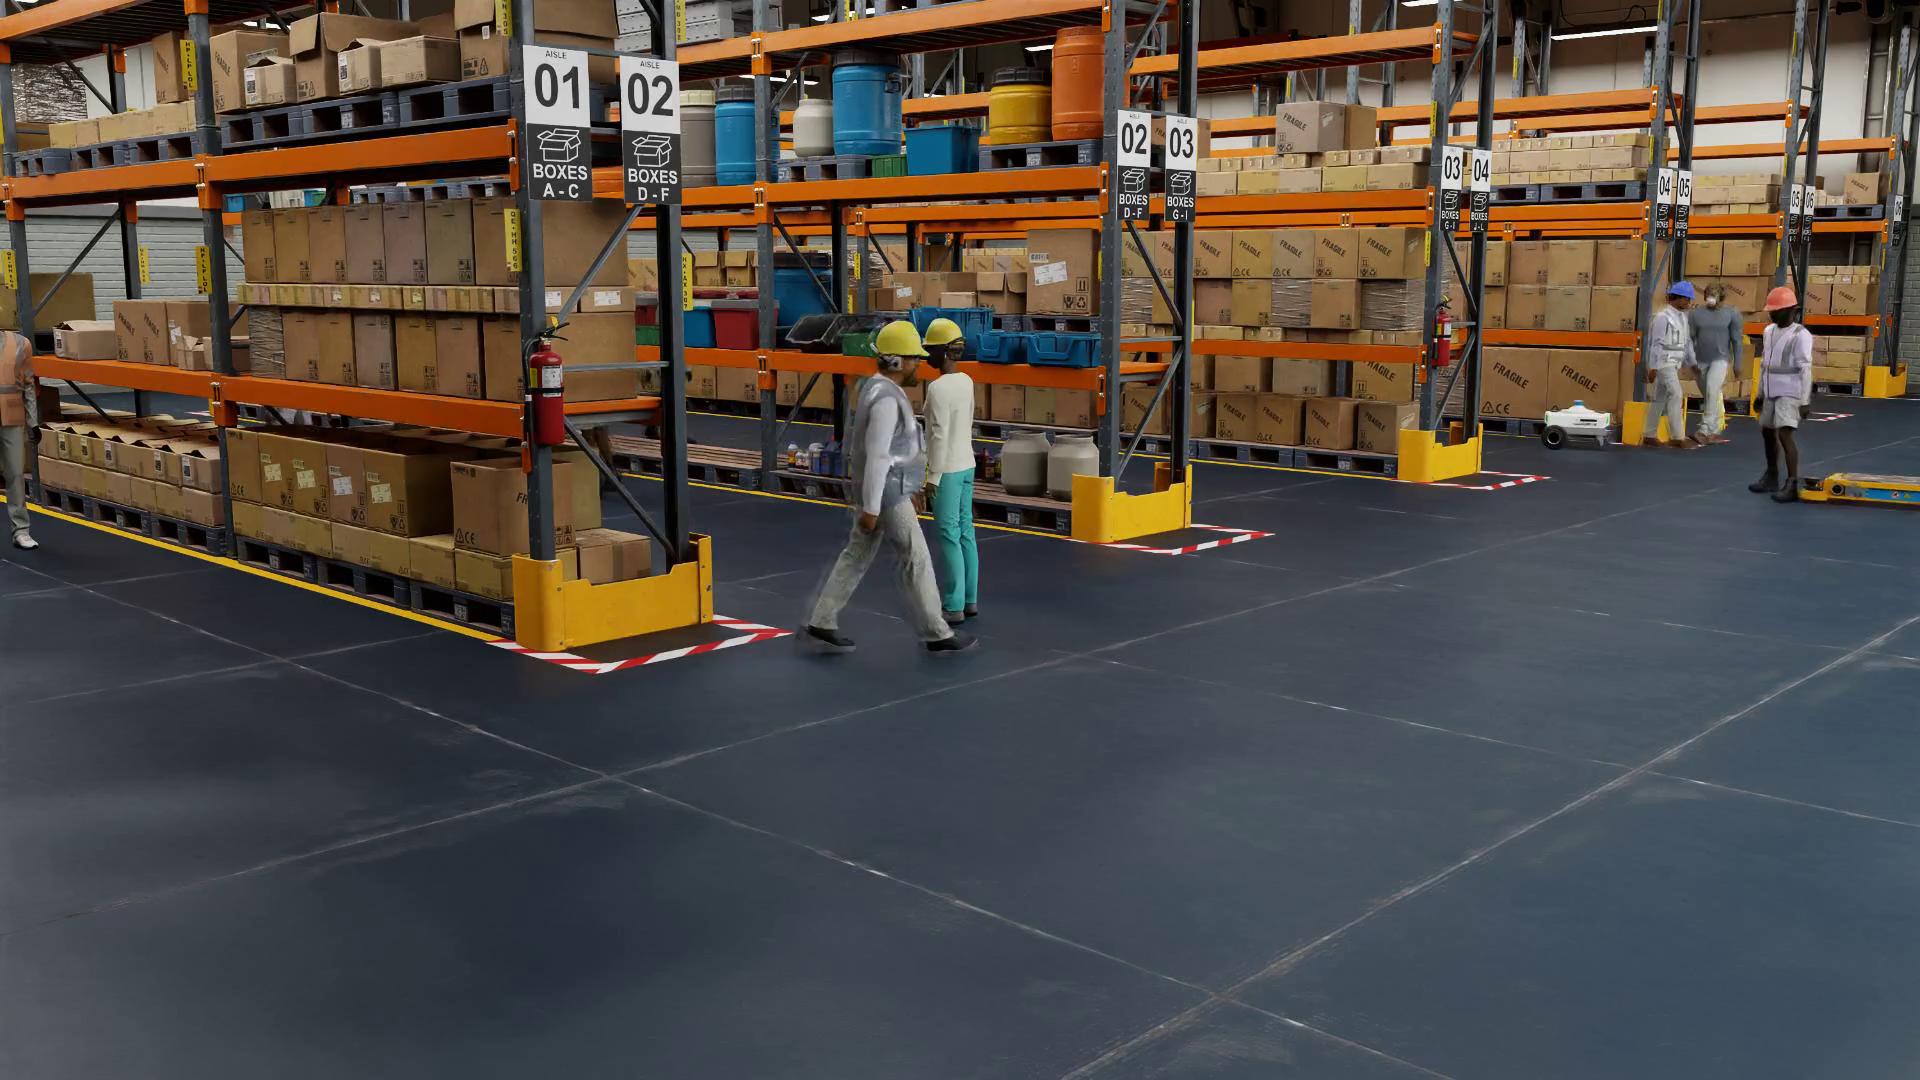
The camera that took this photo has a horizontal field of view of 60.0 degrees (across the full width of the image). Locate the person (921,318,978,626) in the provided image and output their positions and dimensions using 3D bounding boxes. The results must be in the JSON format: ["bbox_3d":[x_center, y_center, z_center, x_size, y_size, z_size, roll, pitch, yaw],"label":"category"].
[{"bbox_3d":[-0.083,-0.394,9.639,0.326,1.767,0.533,4,10,21],"label":"person"}]

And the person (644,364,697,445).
[{"bbox_3d":[-3.446,-2.063,19.486,0.971,1.899,0.557,7,12,39],"label":"person"}]

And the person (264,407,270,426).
[{"bbox_3d":[-7.621,-1.814,18.121,0.788,1.836,0.558,6,11,32],"label":"person"}]

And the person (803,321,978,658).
[{"bbox_3d":[-0.412,-0.263,8.809,0.927,1.788,0.591,-2,9,-10],"label":"person"}]

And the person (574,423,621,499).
[{"bbox_3d":[-3.330,-1.331,14.948,0.409,1.917,0.567,8,12,39],"label":"person"}]

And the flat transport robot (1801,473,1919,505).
[{"bbox_3d":[8.224,-0.432,14.571,1.431,0.197,0.652,7,12,37],"label":"flat transport robot"}]

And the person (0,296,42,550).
[{"bbox_3d":[-7.002,-0.871,12.076,0.595,1.923,0.380,-9,13,-43],"label":"person"}]

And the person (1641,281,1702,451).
[{"bbox_3d":[8.124,-1.955,18.776,0.836,1.903,0.605,8,12,40],"label":"person"}]

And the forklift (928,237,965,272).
[{"bbox_3d":[-0.326,-5.817,39.609,1.129,2.768,1.873,9,13,43],"label":"forklift"}]

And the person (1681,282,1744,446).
[{"bbox_3d":[8.700,-2.039,19.344,0.987,1.883,0.621,-8,12,-40],"label":"person"}]

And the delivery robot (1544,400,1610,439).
[{"bbox_3d":[7.103,-1.364,19.134,0.707,0.478,0.477,4,10,21],"label":"delivery robot"}]

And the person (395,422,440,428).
[{"bbox_3d":[-4.988,-1.247,15.322,0.537,1.603,0.708,-8,12,-40],"label":"person"}]

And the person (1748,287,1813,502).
[{"bbox_3d":[7.418,-1.329,15.010,0.473,1.912,0.652,-2,9,-11],"label":"person"}]

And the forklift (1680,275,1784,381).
[{"bbox_3d":[12.480,-3.427,27.053,1.214,2.155,2.313,9,13,43],"label":"forklift"}]

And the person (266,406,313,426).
[{"bbox_3d":[-5.699,-1.197,14.314,0.528,1.849,0.716,2,10,13],"label":"person"}]
